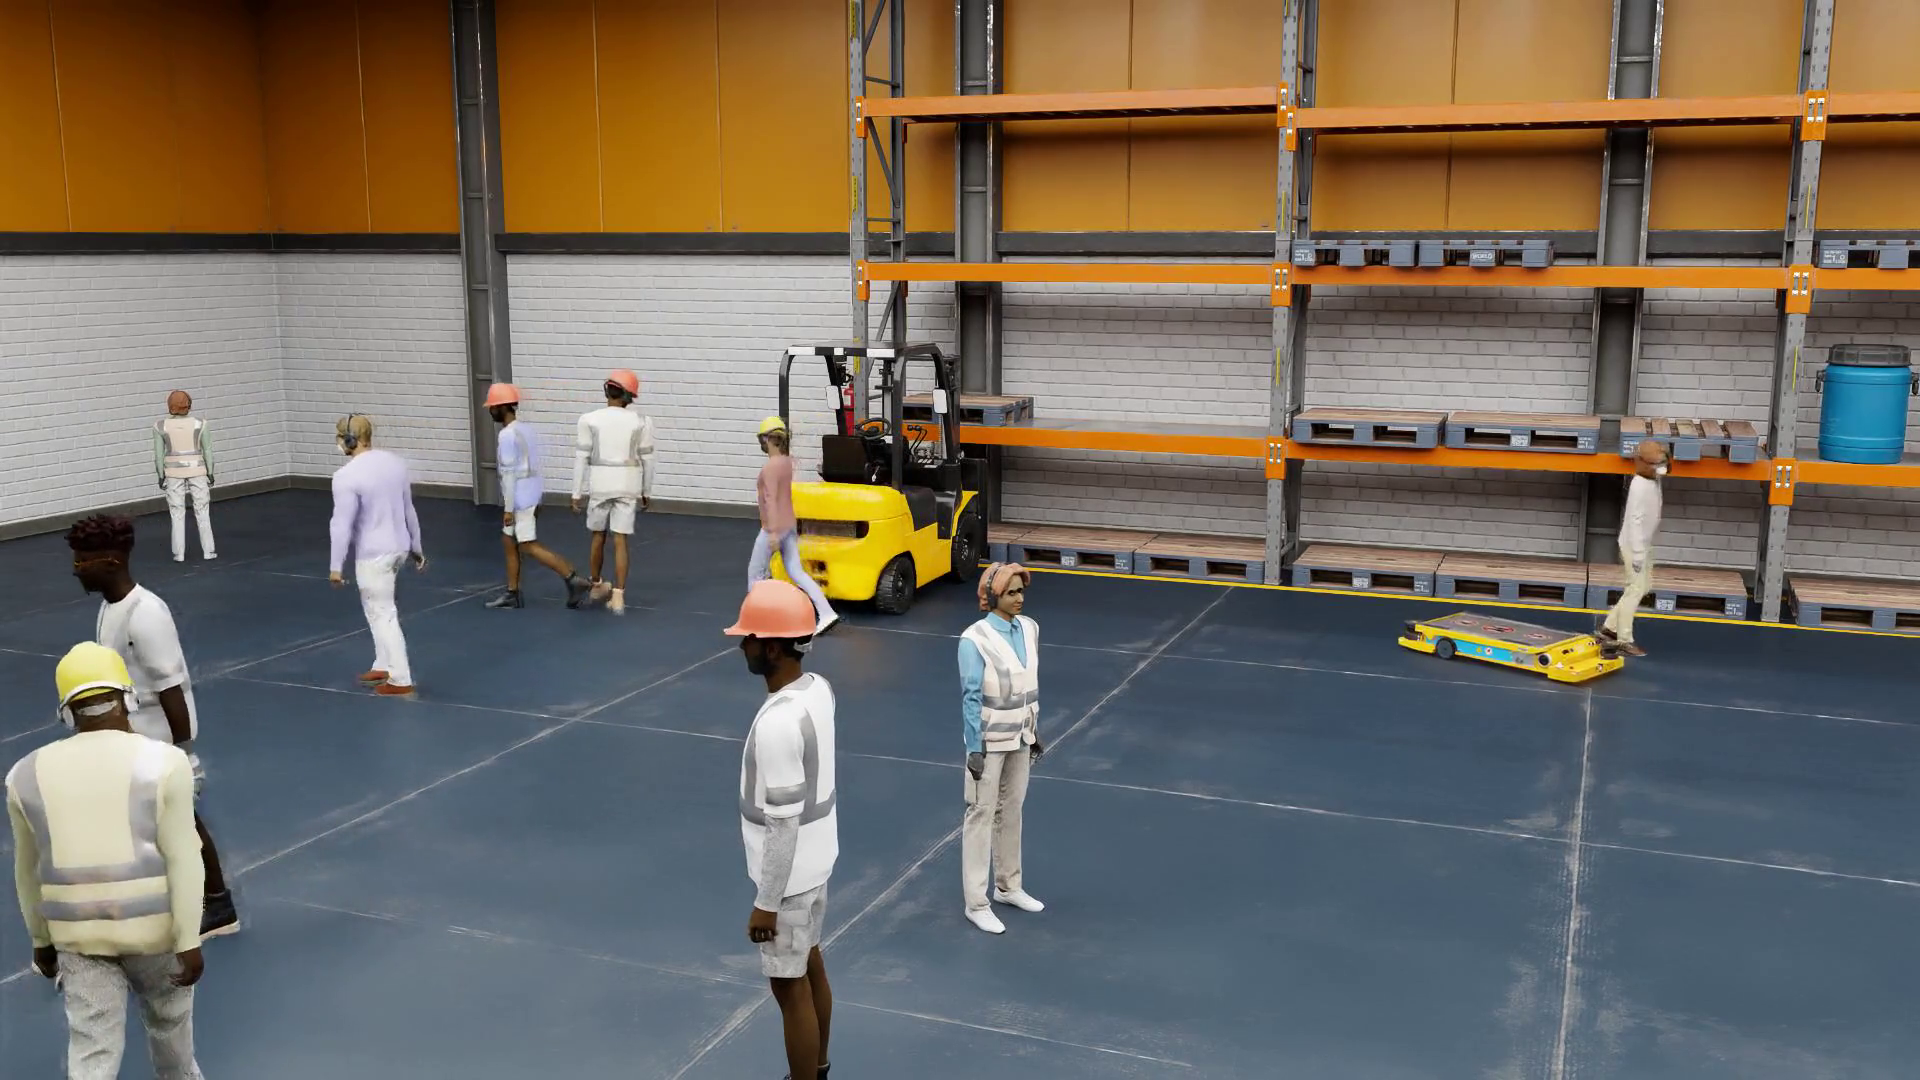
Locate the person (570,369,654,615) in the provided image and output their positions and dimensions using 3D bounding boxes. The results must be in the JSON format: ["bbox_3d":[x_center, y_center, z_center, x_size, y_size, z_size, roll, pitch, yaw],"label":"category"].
[{"bbox_3d":[-2.880,-0.413,13.777,0.691,1.983,0.835,-2,10,-12],"label":"person"}]

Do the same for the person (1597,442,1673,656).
[{"bbox_3d":[4.963,0.056,12.229,0.471,1.600,0.545,7,13,36],"label":"person"}]

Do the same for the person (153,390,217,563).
[{"bbox_3d":[-7.336,-0.597,15.765,0.511,1.640,0.308,-4,11,-22],"label":"person"}]

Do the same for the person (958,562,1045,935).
[{"bbox_3d":[0.182,0.904,7.403,0.307,1.641,0.514,8,13,37],"label":"person"}]

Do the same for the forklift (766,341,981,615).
[{"bbox_3d":[-0.739,-0.602,14.246,1.214,2.155,2.313,4,11,21],"label":"forklift"}]

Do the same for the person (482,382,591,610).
[{"bbox_3d":[-3.496,-0.342,13.626,0.855,1.907,0.543,-1,10,-5],"label":"person"}]

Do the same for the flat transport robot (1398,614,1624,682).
[{"bbox_3d":[3.979,0.752,12.062,0.652,0.197,1.431,-9,13,-40],"label":"flat transport robot"}]

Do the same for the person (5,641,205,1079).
[{"bbox_3d":[-2.685,1.214,5.302,0.603,1.767,0.914,-1,10,-4],"label":"person"}]

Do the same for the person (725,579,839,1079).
[{"bbox_3d":[-0.592,1.084,5.566,0.354,1.939,0.544,1,10,6],"label":"person"}]

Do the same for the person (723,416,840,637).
[{"bbox_3d":[-1.353,-0.096,12.786,0.886,1.711,0.530,3,10,14],"label":"person"}]

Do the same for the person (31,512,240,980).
[{"bbox_3d":[-3.506,0.848,6.923,0.938,1.920,0.644,-8,13,-37],"label":"person"}]

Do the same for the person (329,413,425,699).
[{"bbox_3d":[-3.928,0.107,11.100,0.683,1.907,0.682,3,11,18],"label":"person"}]
